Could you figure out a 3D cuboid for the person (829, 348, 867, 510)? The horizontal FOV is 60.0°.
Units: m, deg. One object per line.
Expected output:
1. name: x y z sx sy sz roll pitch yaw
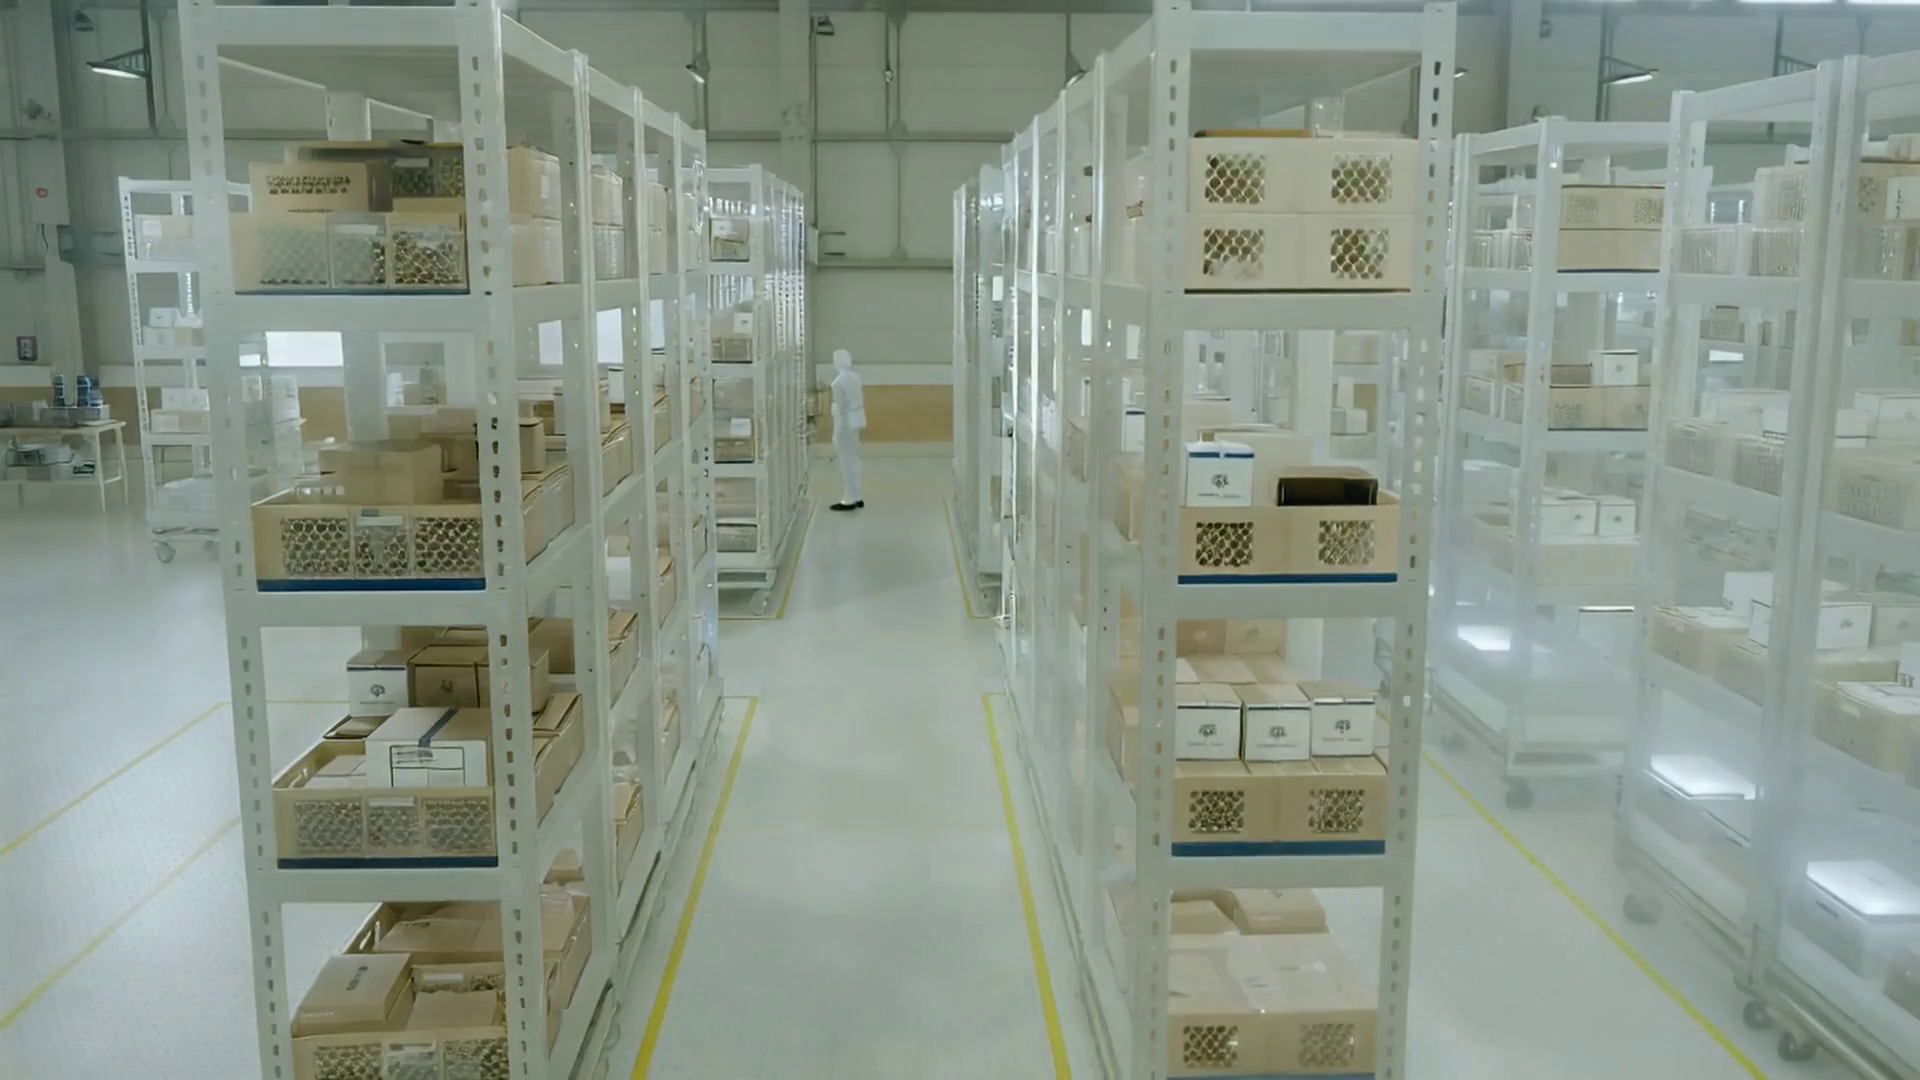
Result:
1. person: -1.272 -1.263 18.969 0.392 1.836 0.561 4 11 22
